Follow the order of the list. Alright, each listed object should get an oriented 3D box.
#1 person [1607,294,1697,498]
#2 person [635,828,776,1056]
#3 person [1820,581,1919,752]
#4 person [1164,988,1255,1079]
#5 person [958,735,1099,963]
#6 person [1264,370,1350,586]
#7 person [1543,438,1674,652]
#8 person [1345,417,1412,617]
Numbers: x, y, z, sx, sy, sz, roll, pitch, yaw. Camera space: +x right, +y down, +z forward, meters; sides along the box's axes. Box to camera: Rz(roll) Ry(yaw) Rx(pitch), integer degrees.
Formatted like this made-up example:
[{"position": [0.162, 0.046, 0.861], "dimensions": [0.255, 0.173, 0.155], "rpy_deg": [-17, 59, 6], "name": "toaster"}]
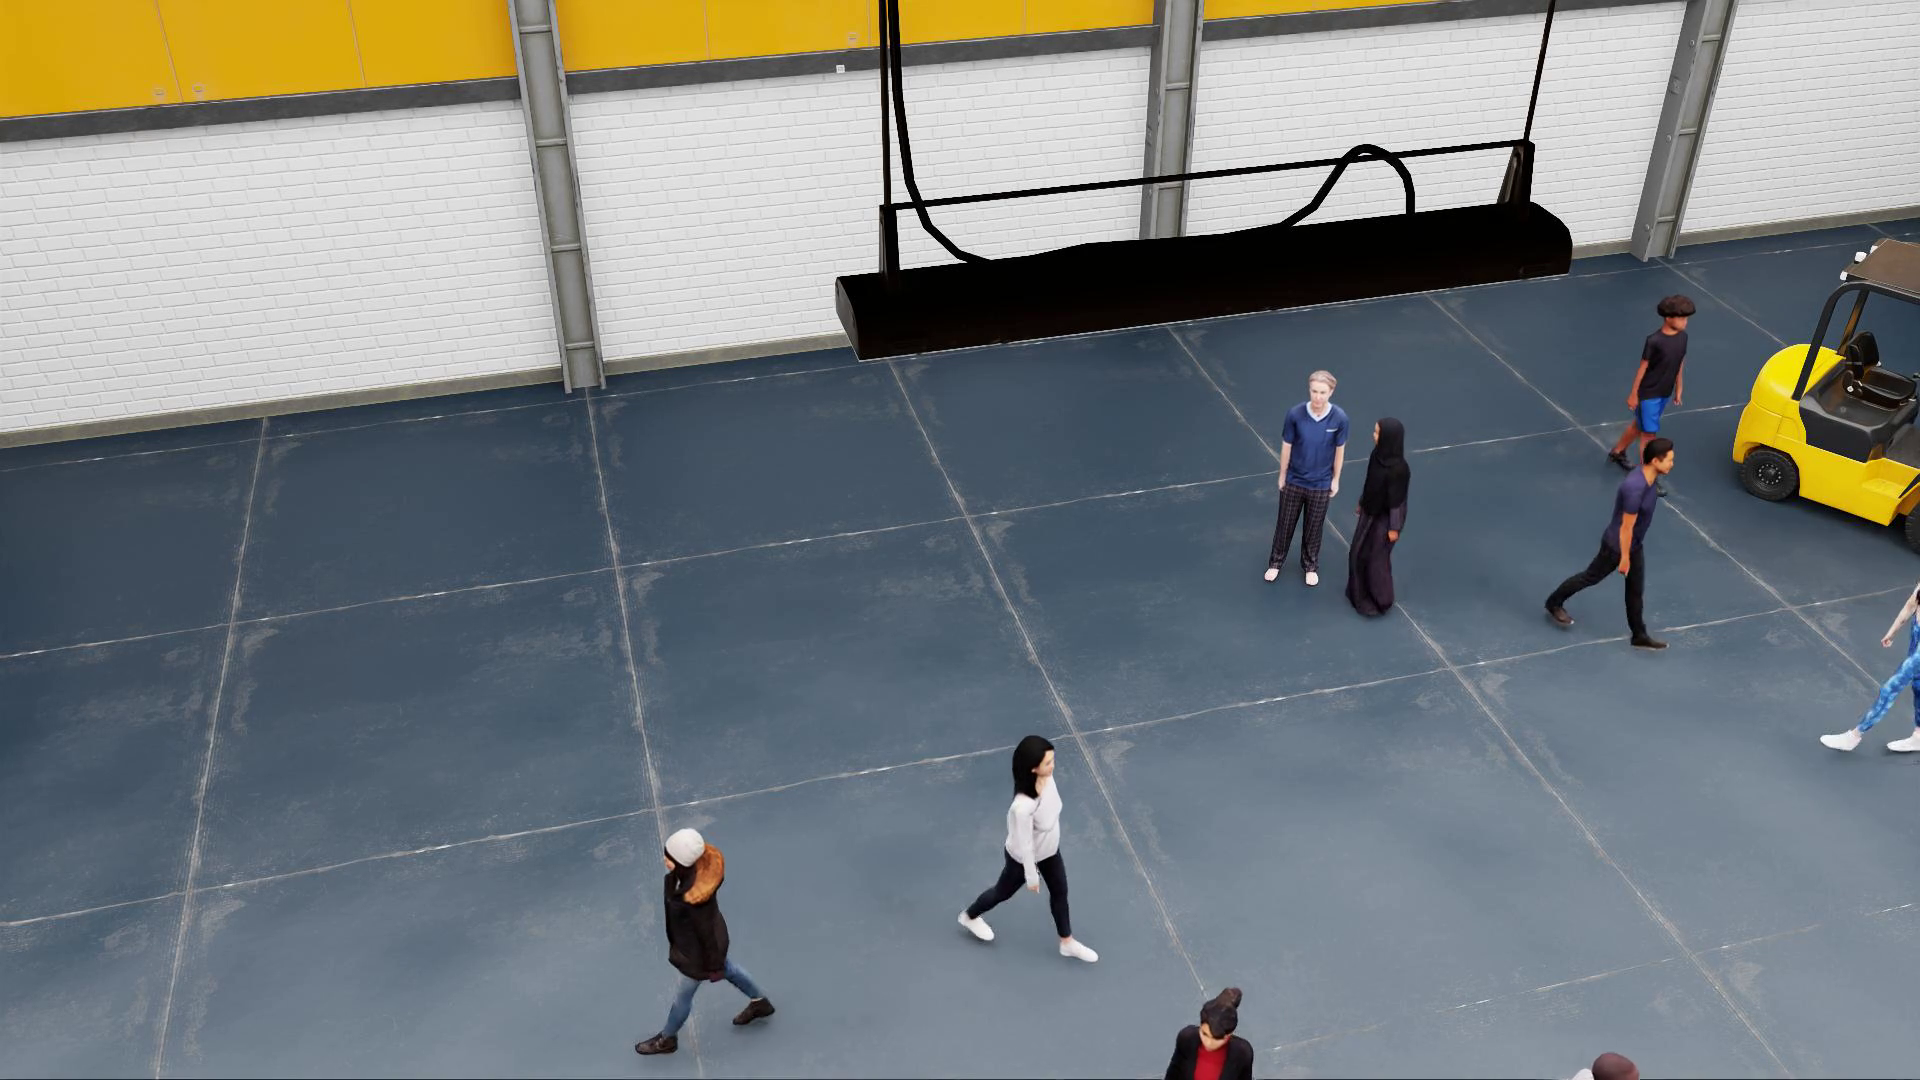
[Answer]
[{"position": [5.994, -1.330, 14.486], "dimensions": [0.986, 1.768, 0.822], "rpy_deg": [-15, 37, -22], "name": "person"}, {"position": [-1.372, 2.227, 9.291], "dimensions": [1.030, 1.595, 0.645], "rpy_deg": [-9, 35, -13], "name": "person"}, {"position": [6.667, 0.756, 11.360], "dimensions": [1.084, 1.755, 0.785], "rpy_deg": [-1, 34, -1], "name": "person"}, {"position": [1.237, 2.842, 8.335], "dimensions": [0.717, 1.629, 0.777], "rpy_deg": [16, 37, 22], "name": "person"}, {"position": [0.327, 1.822, 9.844], "dimensions": [1.199, 1.657, 1.066], "rpy_deg": [14, 36, 20], "name": "person"}, {"position": [2.745, -0.495, 13.136], "dimensions": [0.650, 1.871, 0.795], "rpy_deg": [6, 34, 9], "name": "person"}, {"position": [4.887, 0.002, 12.514], "dimensions": [1.179, 1.732, 1.228], "rpy_deg": [25, 41, 33], "name": "person"}, {"position": [3.319, -0.223, 12.973], "dimensions": [0.652, 1.600, 0.721], "rpy_deg": [-13, 36, -19], "name": "person"}]
